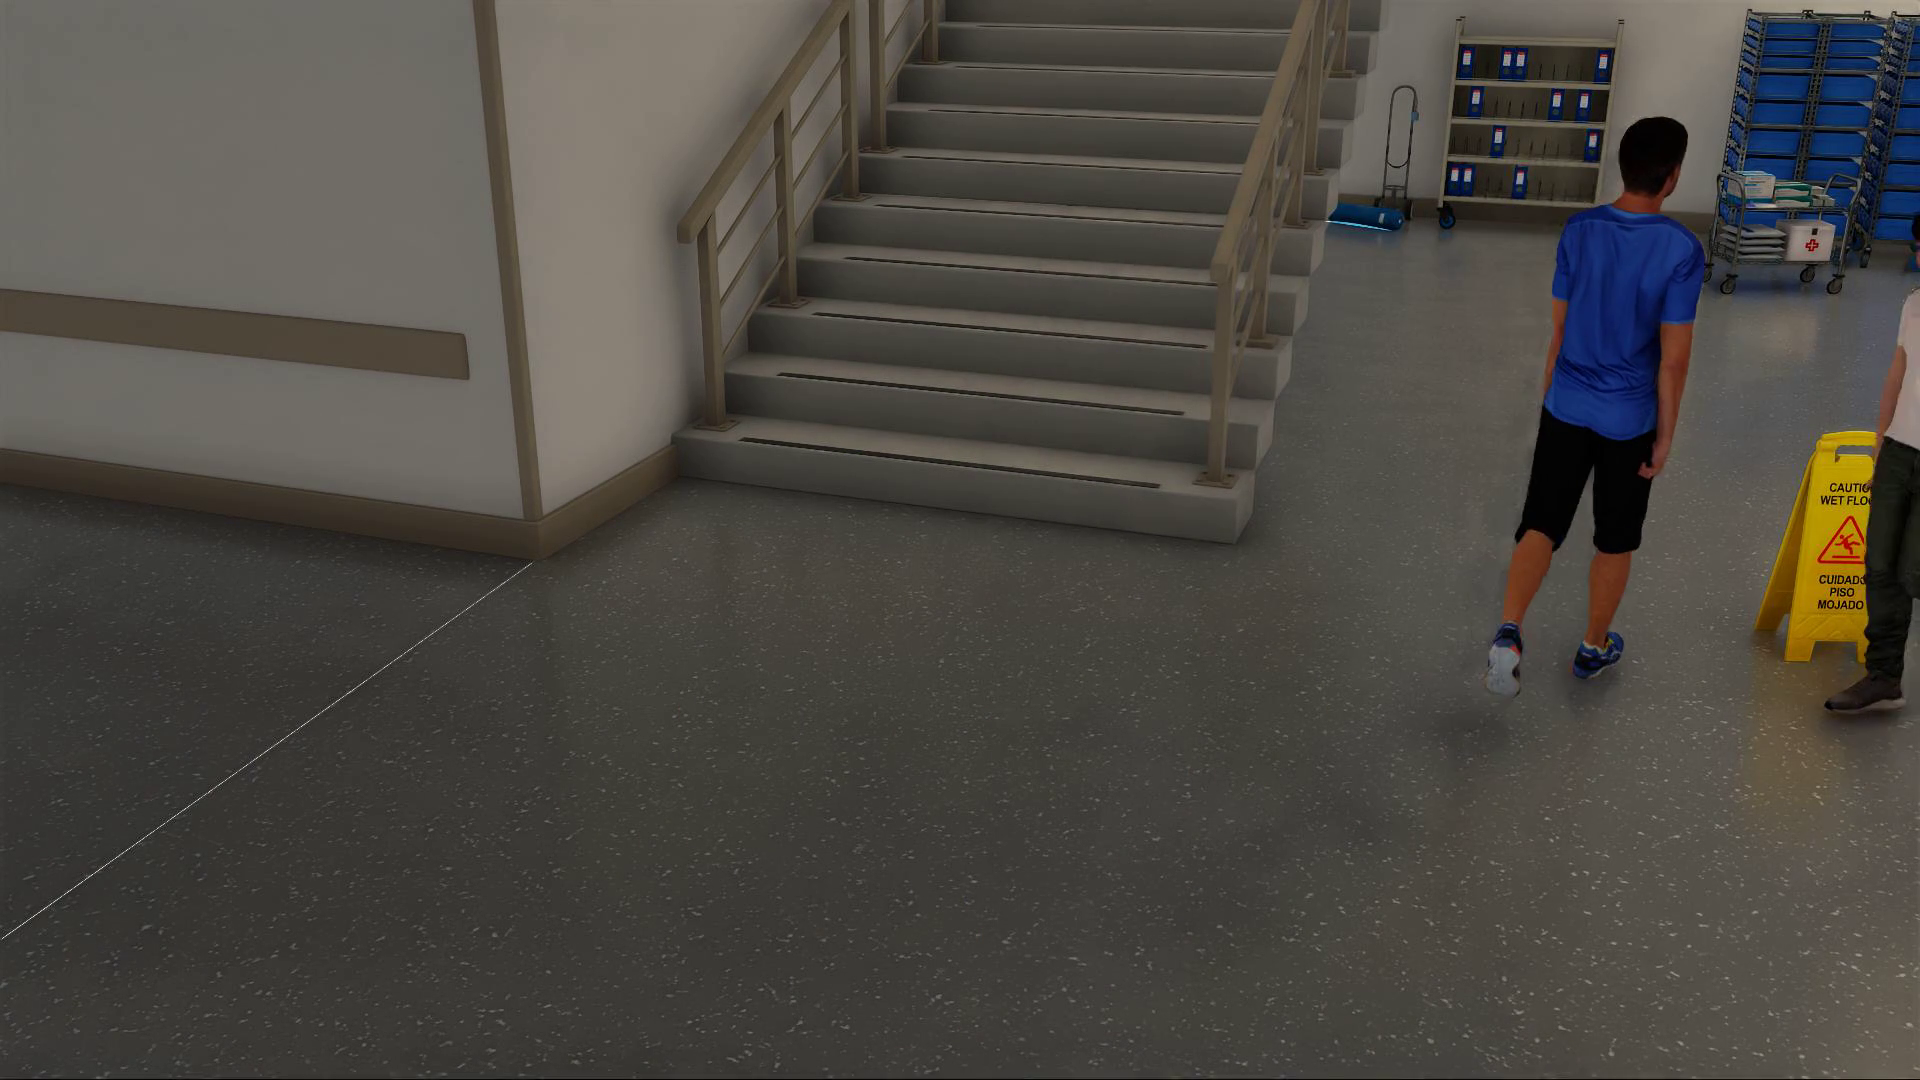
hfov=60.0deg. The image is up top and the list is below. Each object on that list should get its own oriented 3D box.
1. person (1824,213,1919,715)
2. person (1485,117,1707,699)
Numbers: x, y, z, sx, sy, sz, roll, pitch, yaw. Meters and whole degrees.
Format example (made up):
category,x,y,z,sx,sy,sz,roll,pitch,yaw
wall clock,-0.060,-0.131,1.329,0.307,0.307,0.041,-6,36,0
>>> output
category,x,y,z,sx,sy,sz,roll,pitch,yaw
person,3.073,-0.227,5.158,0.903,1.638,0.866,-7,22,-18
person,1.962,-0.352,5.193,0.821,1.847,1.165,15,25,35
